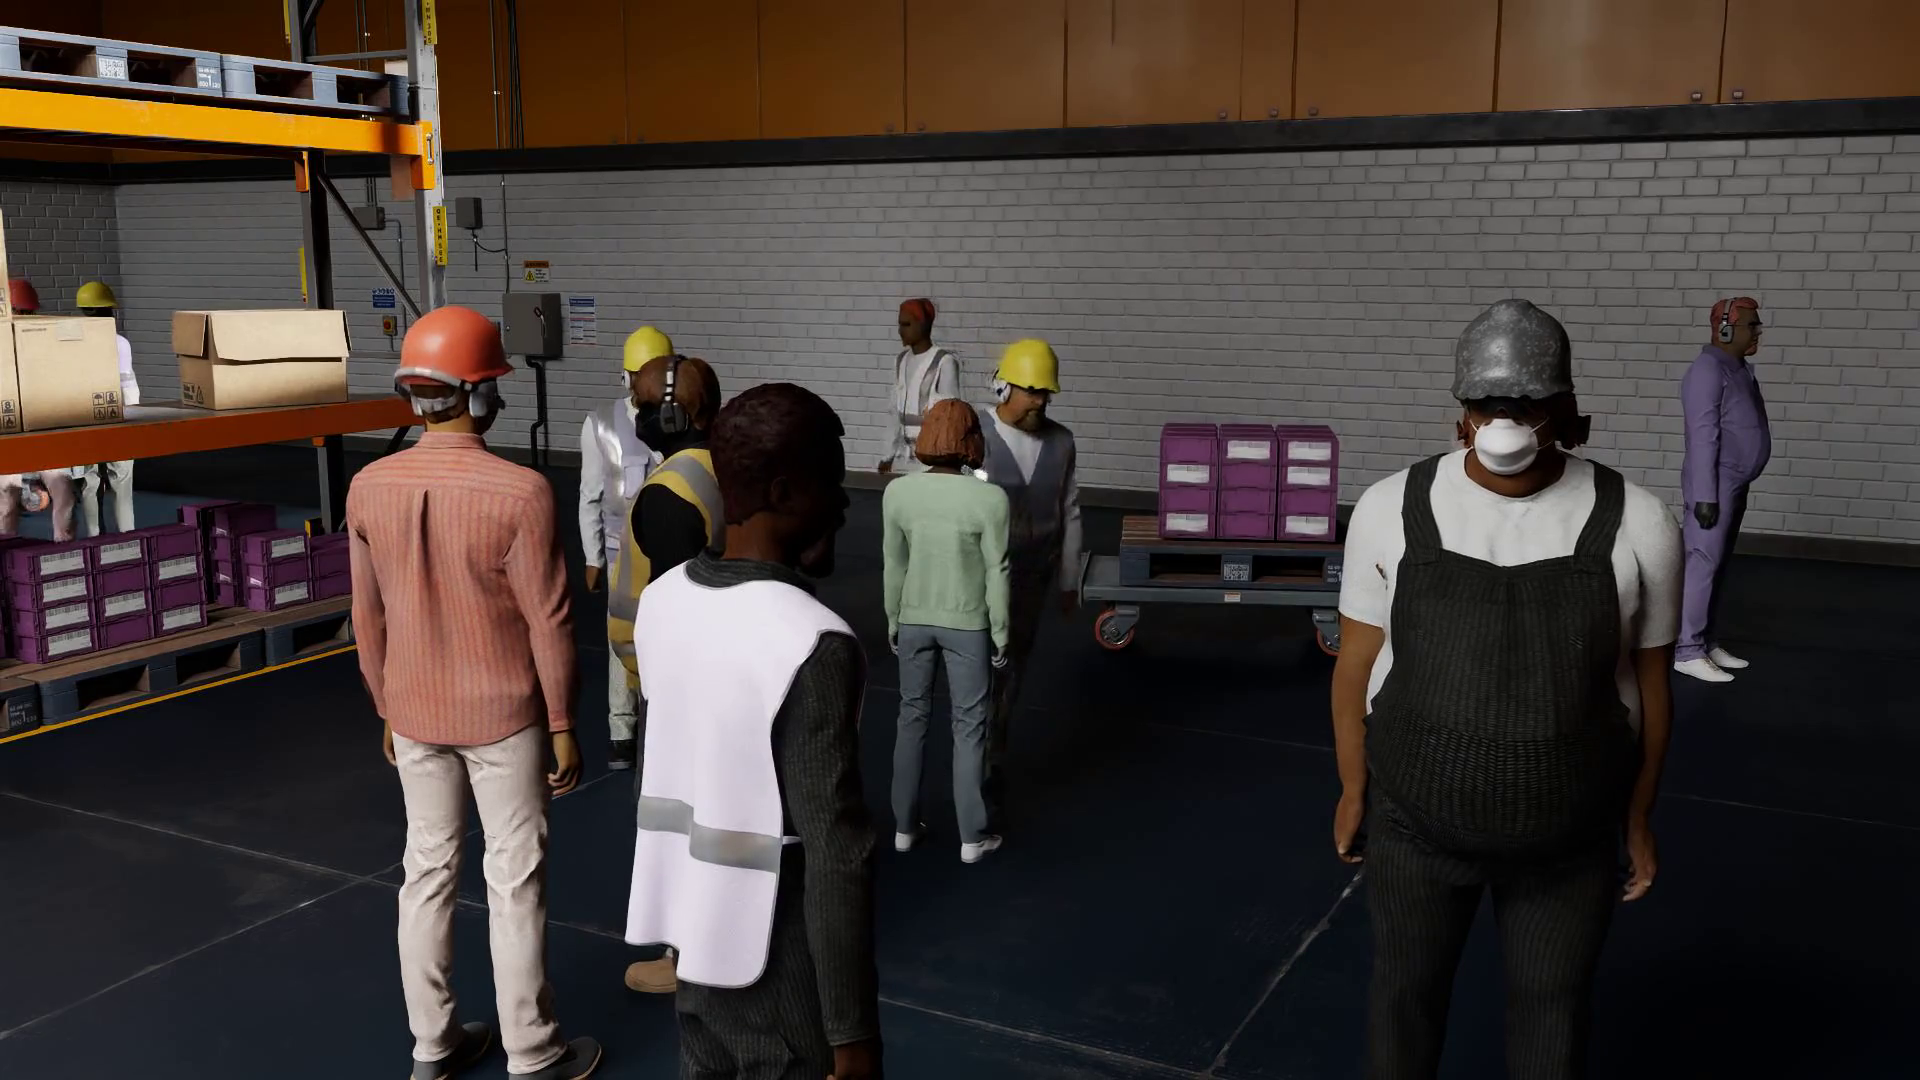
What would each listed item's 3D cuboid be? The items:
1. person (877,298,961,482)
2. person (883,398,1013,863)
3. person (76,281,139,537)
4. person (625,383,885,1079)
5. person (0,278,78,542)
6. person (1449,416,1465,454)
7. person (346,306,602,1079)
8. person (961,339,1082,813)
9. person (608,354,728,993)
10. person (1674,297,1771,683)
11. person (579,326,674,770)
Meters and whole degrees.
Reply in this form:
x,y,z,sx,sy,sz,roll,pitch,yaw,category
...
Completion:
x,y,z,sx,sy,sz,roll,pitch,yaw,category
-0.216,-0.497,9.875,0.420,1.865,0.593,-5,11,-28,person
-0.047,0.315,5.864,0.497,1.626,0.288,5,11,25,person
-5.859,-0.798,11.414,0.585,1.930,0.364,3,10,16,person
-0.347,0.697,2.798,0.370,1.915,0.597,-8,12,-38,person
-5.770,-0.629,10.339,0.770,1.965,0.619,4,11,23,person
2.600,-0.059,8.038,0.564,1.607,0.507,-8,13,-39,person
-1.207,0.426,4.136,0.612,1.997,0.376,3,10,18,person
0.209,0.137,6.361,0.608,1.799,0.593,-5,11,-27,person
-0.796,0.384,4.832,0.429,1.843,0.628,1,10,8,person
3.832,-0.257,8.354,0.409,1.908,0.639,7,12,36,person
-1.260,0.036,6.872,0.600,1.829,0.404,-3,10,-18,person
